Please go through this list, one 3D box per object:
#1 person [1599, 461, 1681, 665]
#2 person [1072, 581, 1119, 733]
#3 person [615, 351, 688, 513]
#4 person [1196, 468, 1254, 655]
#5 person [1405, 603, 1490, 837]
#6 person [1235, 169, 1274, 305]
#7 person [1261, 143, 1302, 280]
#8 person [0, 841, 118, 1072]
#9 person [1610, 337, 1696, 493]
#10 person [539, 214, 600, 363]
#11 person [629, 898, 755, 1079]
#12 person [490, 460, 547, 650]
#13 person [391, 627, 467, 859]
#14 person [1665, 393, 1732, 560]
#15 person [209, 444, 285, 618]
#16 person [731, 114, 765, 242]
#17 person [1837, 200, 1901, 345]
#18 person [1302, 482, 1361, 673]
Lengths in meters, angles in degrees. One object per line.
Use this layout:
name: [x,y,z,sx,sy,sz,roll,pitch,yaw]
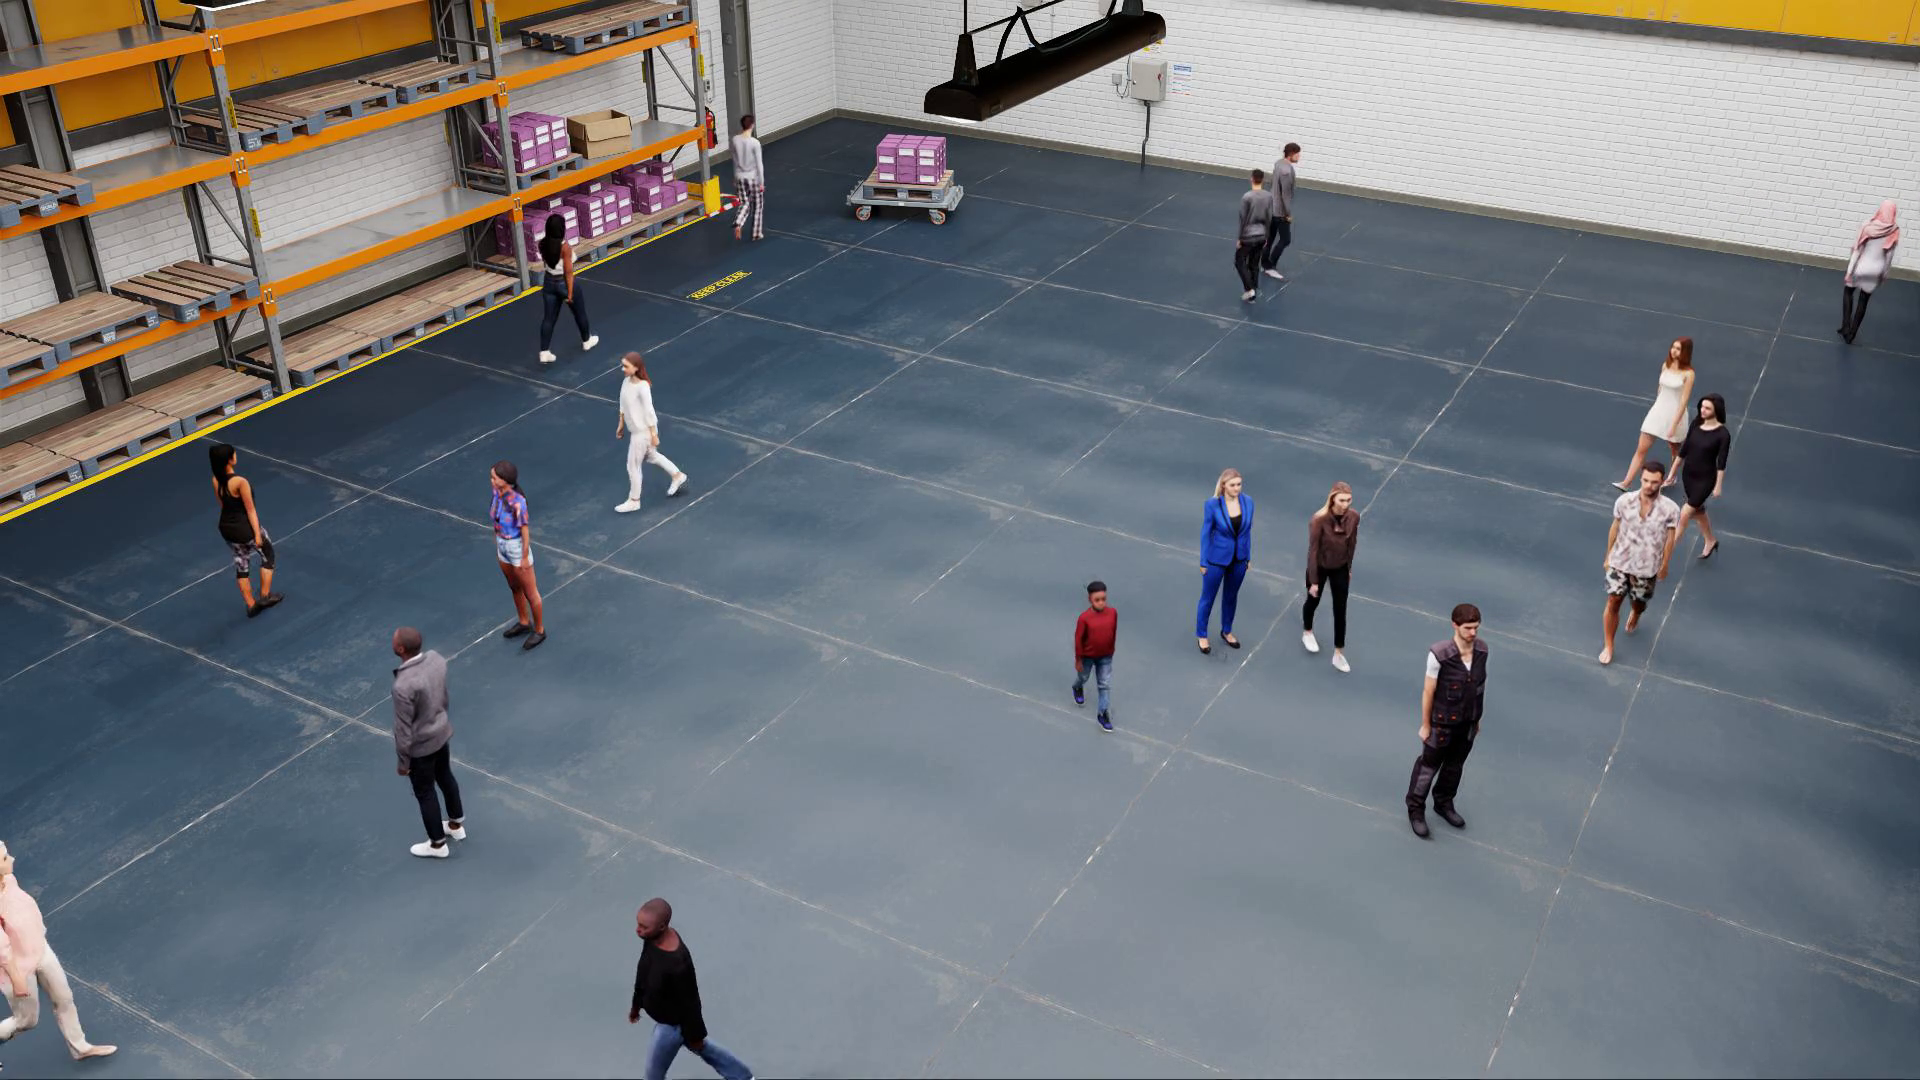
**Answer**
person: [5.715,0.141,14.053,0.682,1.796,0.954,15,32,25]
person: [1.059,0.865,13.300,0.844,1.247,0.904,-7,29,-13]
person: [-3.087,-1.109,16.488,1.137,1.659,0.920,-16,32,-27]
person: [2.245,0.158,14.122,0.689,1.701,0.762,-9,30,-16]
person: [3.514,1.265,11.938,0.723,1.849,0.802,-10,30,-17]
person: [3.806,-3.872,21.463,0.810,1.747,0.872,-7,29,-13]
person: [4.299,-4.448,22.408,0.886,1.853,0.779,-12,31,-21]
person: [-5.624,2.501,9.823,1.052,1.703,1.035,-5,29,-9]
person: [7.196,-1.242,16.724,1.180,1.666,0.969,-14,32,-24]
person: [-4.808,-2.946,19.741,0.740,1.770,1.210,11,31,20]
person: [-1.559,2.686,9.484,1.246,1.704,0.991,-16,32,-27]
person: [-3.786,0.102,14.180,0.628,1.743,0.575,22,36,35]
person: [-3.735,1.409,11.709,0.825,1.816,0.602,8,30,15]
person: [6.850,-0.509,15.291,1.183,1.752,1.077,-9,30,-17]
person: [-6.351,-0.061,14.574,0.648,1.653,0.639,10,30,18]
person: [-3.043,-5.094,23.616,0.685,1.829,0.867,12,31,21]
person: [11.060,-3.232,20.239,0.721,1.793,0.720,8,30,14]
person: [3.071,0.224,14.031,0.933,1.673,1.027,-4,29,-7]
